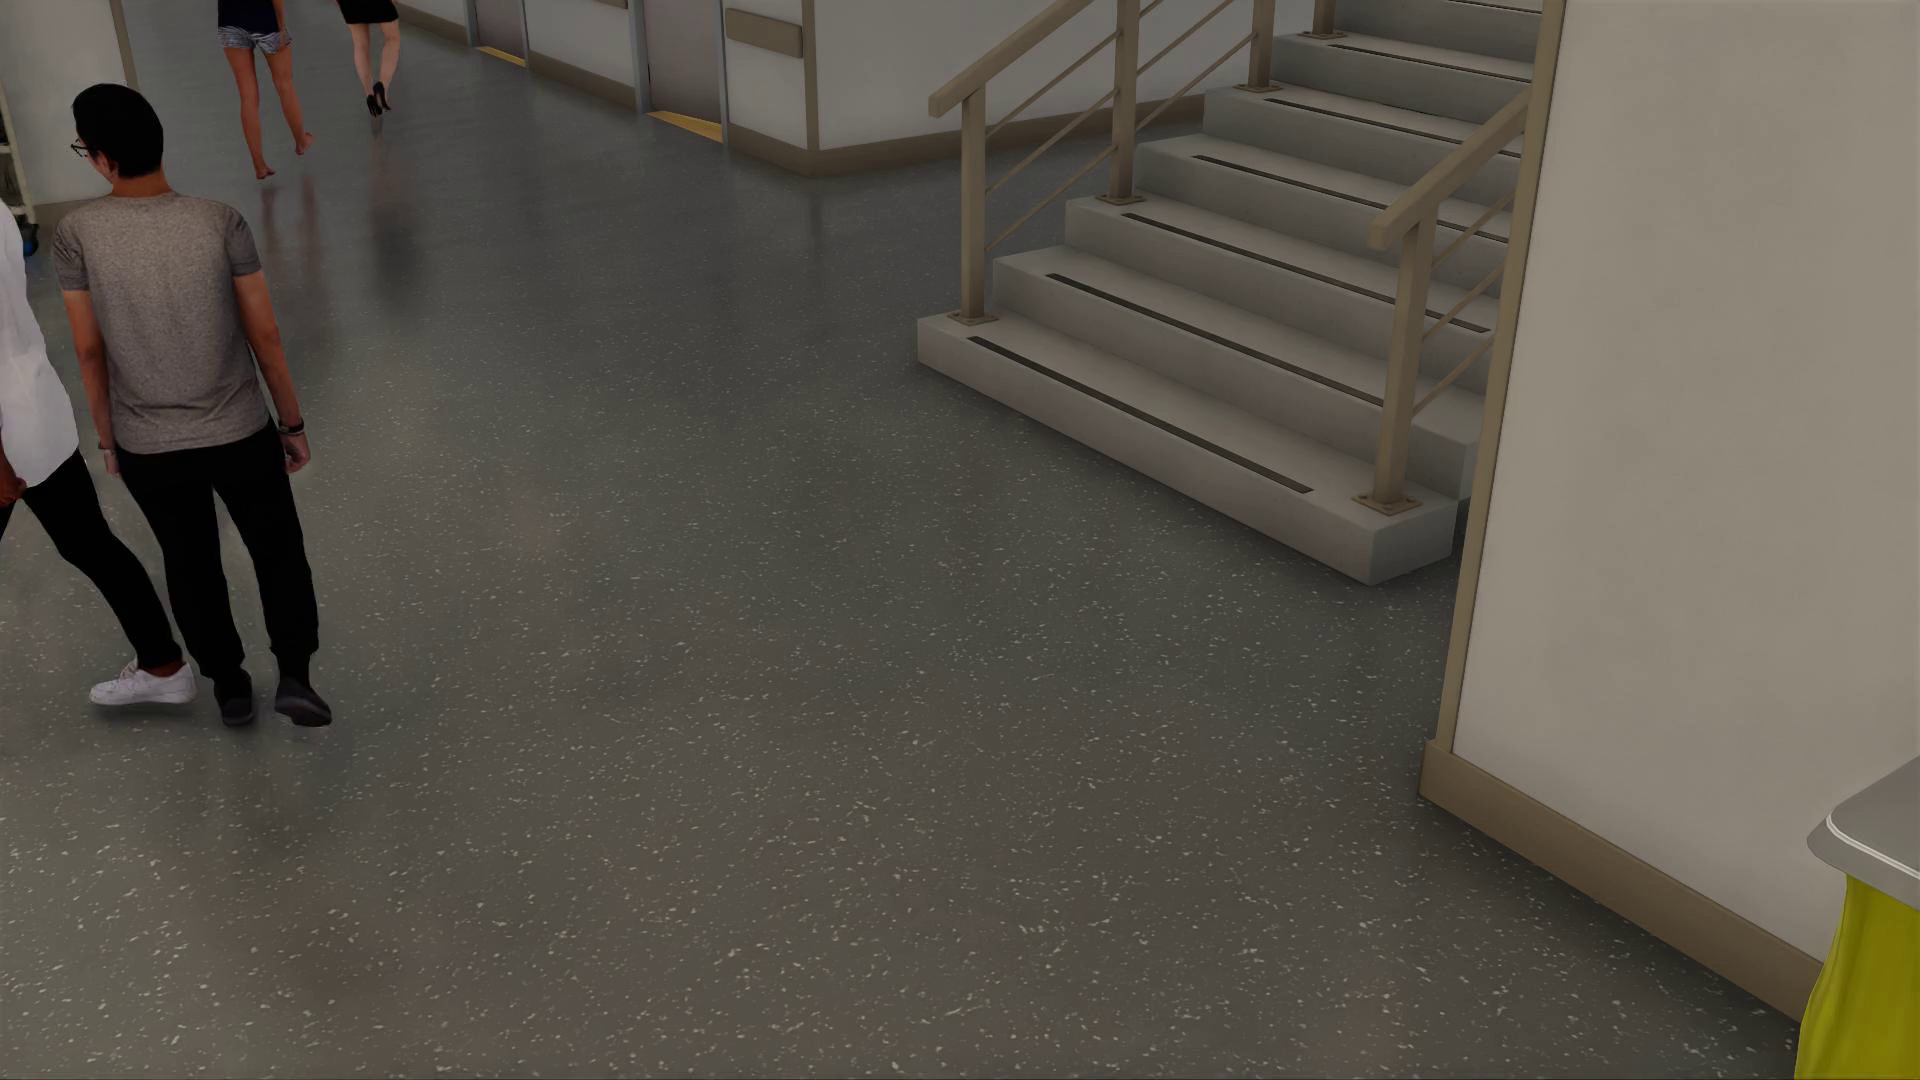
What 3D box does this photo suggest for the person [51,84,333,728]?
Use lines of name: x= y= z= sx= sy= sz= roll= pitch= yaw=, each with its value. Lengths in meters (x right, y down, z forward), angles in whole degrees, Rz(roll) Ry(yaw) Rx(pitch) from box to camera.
person: x=-1.900 y=-0.230 z=4.126 sx=0.867 sy=1.732 sz=0.801 roll=-9 pitch=27 yaw=-18

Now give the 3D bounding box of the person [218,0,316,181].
person: x=-4.229 y=-2.993 z=9.873 sx=1.119 sy=1.718 sz=1.011 roll=-2 pitch=26 yaw=-4

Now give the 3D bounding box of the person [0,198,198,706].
person: x=-2.351 y=-0.302 z=4.238 sx=1.187 sy=1.764 sz=0.993 roll=-3 pitch=26 yaw=-5

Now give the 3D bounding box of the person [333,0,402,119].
person: x=-4.151 y=-3.772 z=11.519 sx=0.752 sy=1.691 sz=0.826 roll=0 pitch=26 yaw=1
